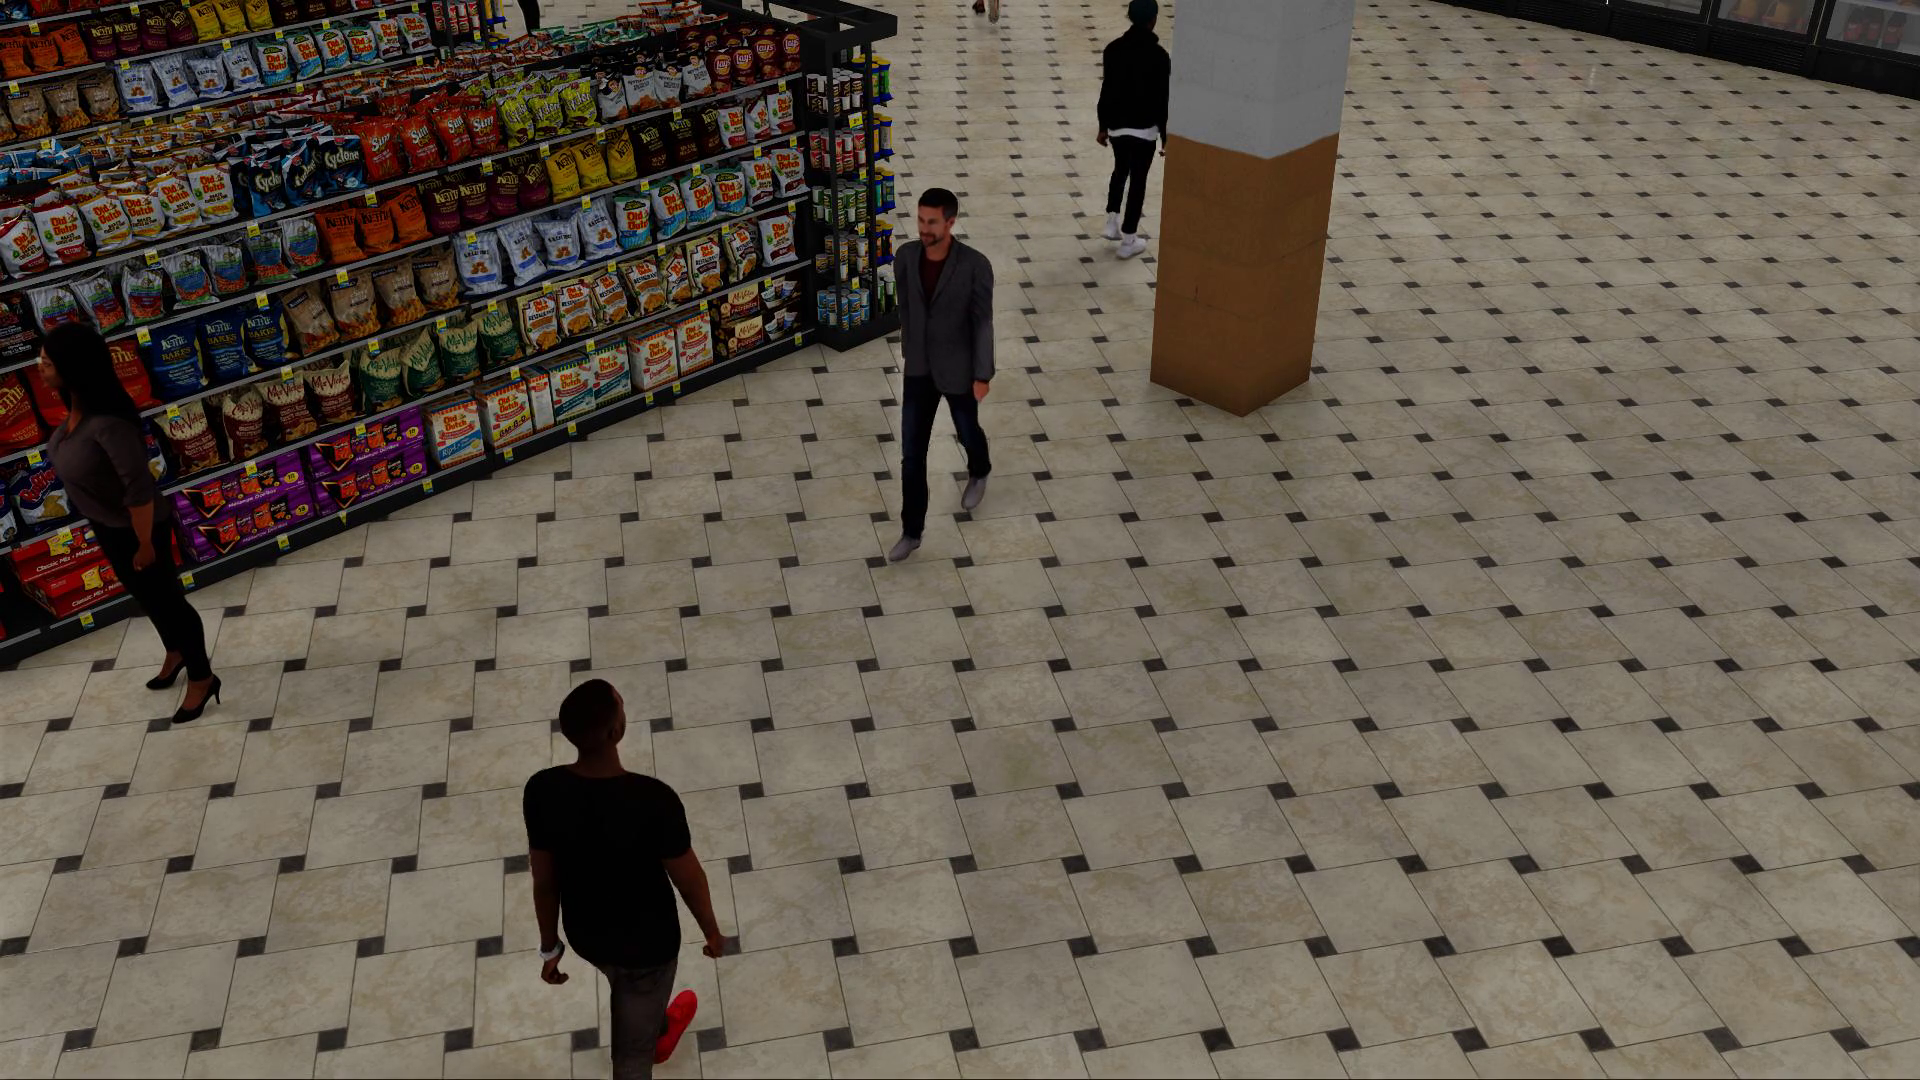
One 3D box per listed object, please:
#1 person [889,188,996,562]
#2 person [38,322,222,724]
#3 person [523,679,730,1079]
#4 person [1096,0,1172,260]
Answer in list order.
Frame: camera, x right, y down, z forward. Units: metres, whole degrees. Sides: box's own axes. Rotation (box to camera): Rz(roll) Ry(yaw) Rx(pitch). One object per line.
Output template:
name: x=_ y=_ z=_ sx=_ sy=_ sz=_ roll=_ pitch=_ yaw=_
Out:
person: x=-0.047 y=-0.865 z=8.278 sx=1.028 sy=1.831 sz=1.300 roll=12 pitch=34 yaw=18
person: x=-3.469 y=-0.065 z=6.983 sx=0.624 sy=1.841 sz=0.667 roll=-22 pitch=38 yaw=-31
person: x=-1.036 y=1.251 z=4.942 sx=1.108 sy=1.762 sz=1.309 roll=7 pitch=33 yaw=11
person: x=1.138 y=-2.796 z=11.405 sx=0.749 sy=1.806 sz=0.733 roll=19 pitch=37 yaw=28
